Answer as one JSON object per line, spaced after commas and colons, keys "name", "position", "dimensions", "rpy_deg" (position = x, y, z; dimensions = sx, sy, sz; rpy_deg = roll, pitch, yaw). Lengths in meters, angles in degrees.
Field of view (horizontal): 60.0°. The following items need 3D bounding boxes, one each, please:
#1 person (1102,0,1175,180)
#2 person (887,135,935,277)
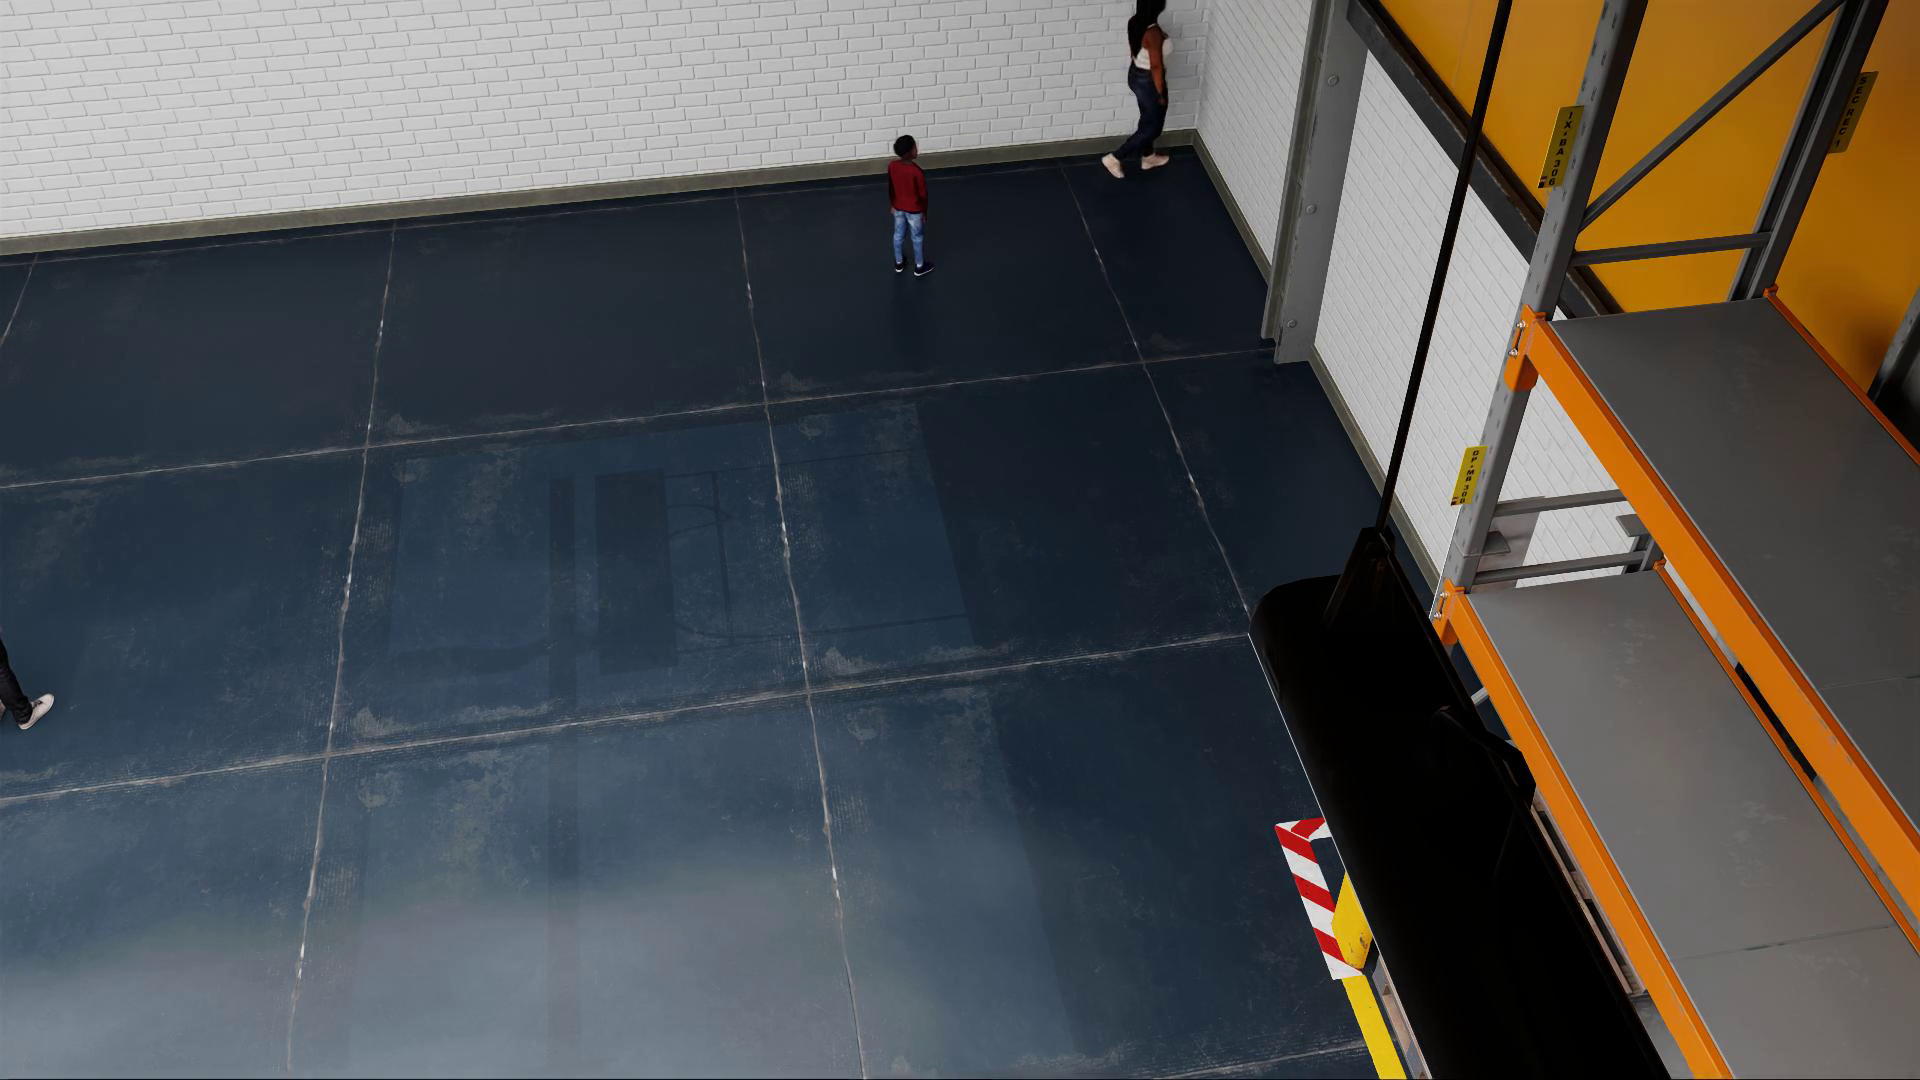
{"name": "person", "position": [1.590, -3.973, 14.607], "dimensions": [0.774, 1.793, 0.925], "rpy_deg": [-12, 45, -12]}
{"name": "person", "position": [-0.427, -2.756, 13.720], "dimensions": [0.588, 1.253, 0.631], "rpy_deg": [20, 47, 20]}
